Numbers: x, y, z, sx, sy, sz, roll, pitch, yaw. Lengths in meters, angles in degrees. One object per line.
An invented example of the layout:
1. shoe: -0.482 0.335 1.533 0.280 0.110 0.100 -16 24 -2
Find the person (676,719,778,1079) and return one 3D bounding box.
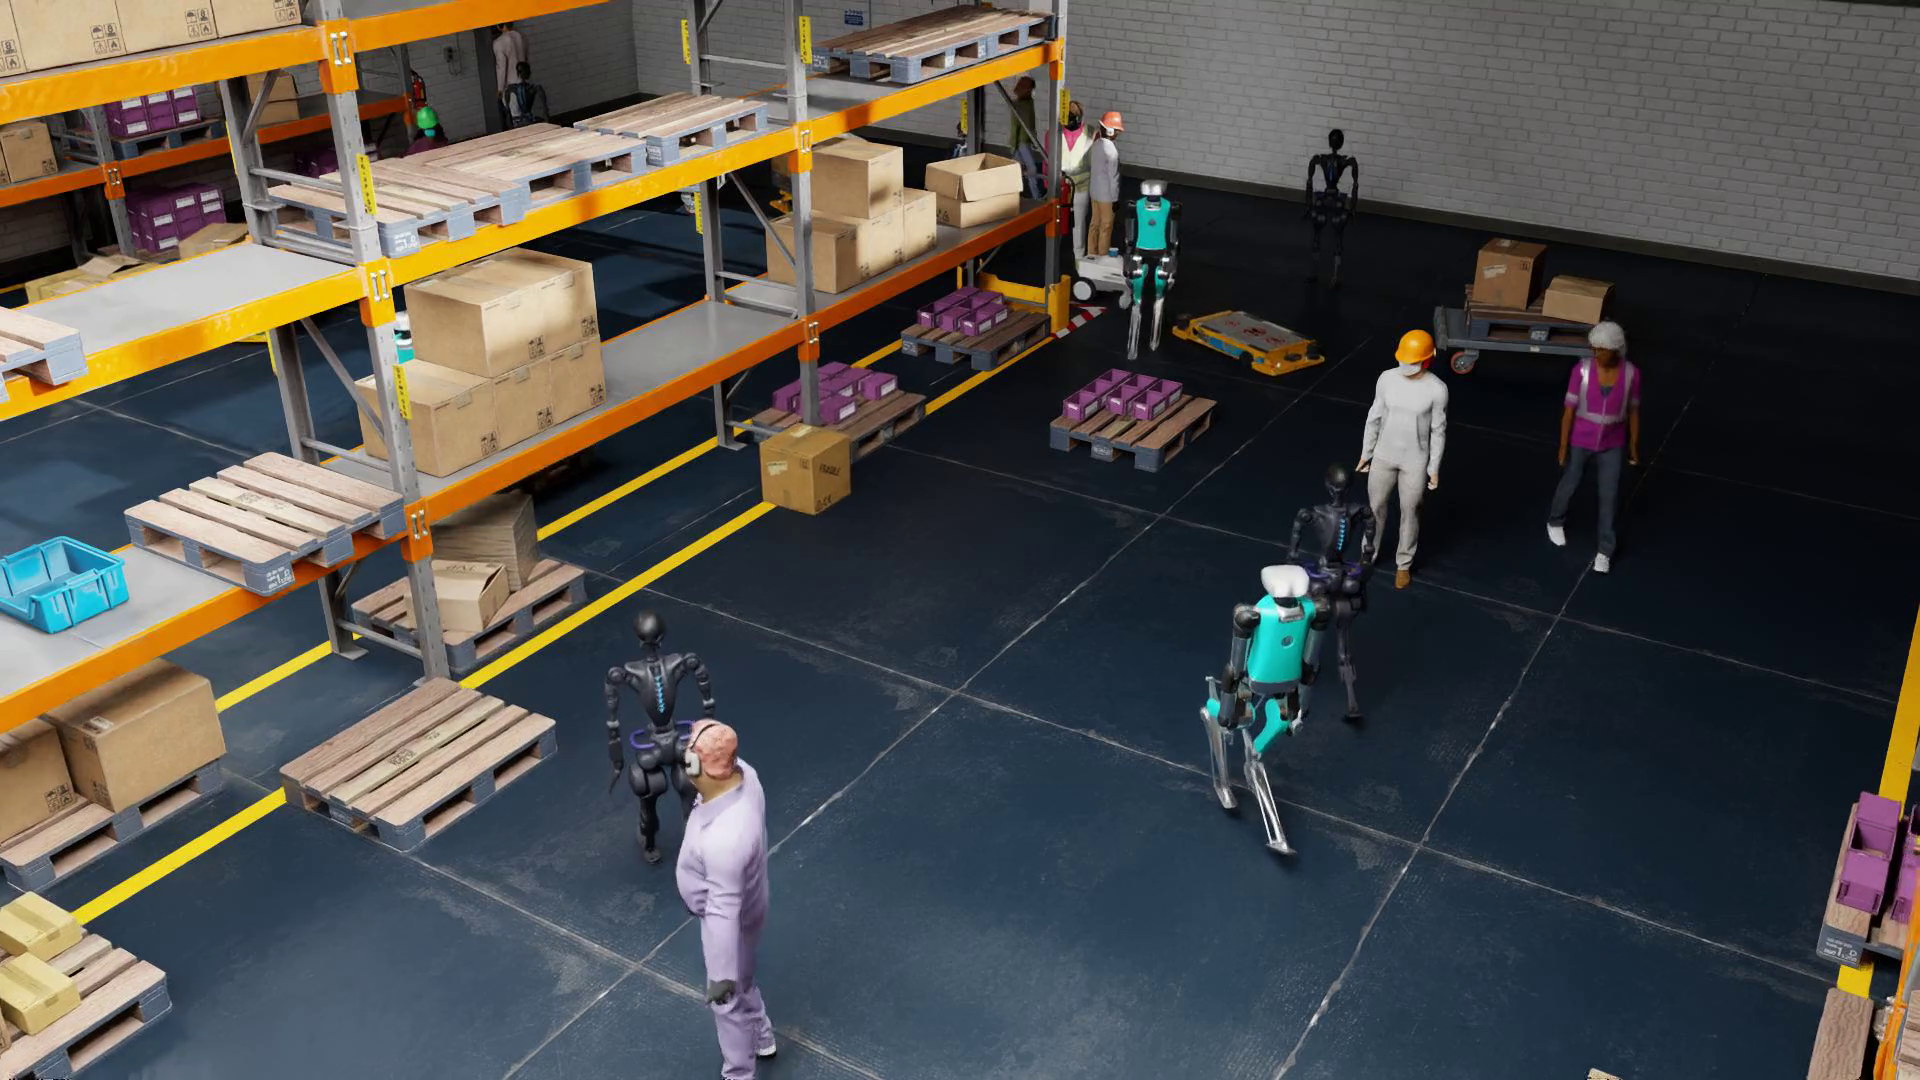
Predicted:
1. person: -1.013 1.642 7.183 0.393 1.886 0.764 -3 27 -5

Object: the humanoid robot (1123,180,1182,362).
1. humanoid robot: 1.803 -2.582 15.681 0.536 1.782 0.797 4 27 8

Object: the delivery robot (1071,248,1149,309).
1. delivery robot: 1.567 -2.745 17.271 0.749 0.578 0.505 14 30 26

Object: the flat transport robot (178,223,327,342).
1. flat transport robot: -6.973 -2.318 16.766 0.659 0.231 1.431 2 27 3

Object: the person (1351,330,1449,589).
1. person: 3.054 -0.564 11.524 0.571 1.889 0.375 14 30 25

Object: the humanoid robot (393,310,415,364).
1. humanoid robot: -3.853 -0.895 12.458 0.567 1.892 0.806 5 27 9

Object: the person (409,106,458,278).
1. person: -5.460 -3.605 17.476 0.541 1.930 0.468 -22 34 -36

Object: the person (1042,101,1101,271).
1. person: 1.199 -3.832 18.015 0.623 1.841 0.431 4 27 7

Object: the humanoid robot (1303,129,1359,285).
1. humanoid robot: 3.900 -3.481 17.526 0.584 1.649 0.437 10 29 19

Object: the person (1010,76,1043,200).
1. person: 0.768 -4.869 20.323 0.830 1.591 0.508 11 29 20

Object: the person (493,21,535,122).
1. person: -6.045 -6.170 22.513 0.373 1.940 0.626 13 30 24

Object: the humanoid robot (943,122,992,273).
1. humanoid robot: 0.033 -3.723 17.995 0.613 1.642 0.602 -22 34 -36

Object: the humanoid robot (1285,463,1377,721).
1. humanoid robot: 2.232 0.318 10.066 0.593 1.636 0.761 -4 27 -9

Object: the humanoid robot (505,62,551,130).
1. humanoid robot: -5.382 -5.157 20.828 0.608 1.627 0.723 3 27 6

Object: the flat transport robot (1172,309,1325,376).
1. flat transport robot: 2.760 -1.918 15.976 0.659 0.231 1.431 -17 32 -30

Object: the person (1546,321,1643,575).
1. person: 4.577 -0.701 11.884 0.578 1.813 0.643 8 28 16

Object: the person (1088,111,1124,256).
1. person: 1.581 -3.737 17.931 0.336 1.742 0.562 -11 29 -20

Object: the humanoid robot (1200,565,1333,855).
1. humanoid robot: 1.582 0.836 8.932 0.547 1.731 1.015 -7 28 -13

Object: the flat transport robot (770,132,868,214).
1. flat transport robot: -1.564 -4.226 20.525 1.431 0.231 0.659 -16 31 -28

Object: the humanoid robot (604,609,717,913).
1. humanoid robot: -1.515 1.082 8.541 0.610 1.627 0.723 -9 28 -18
